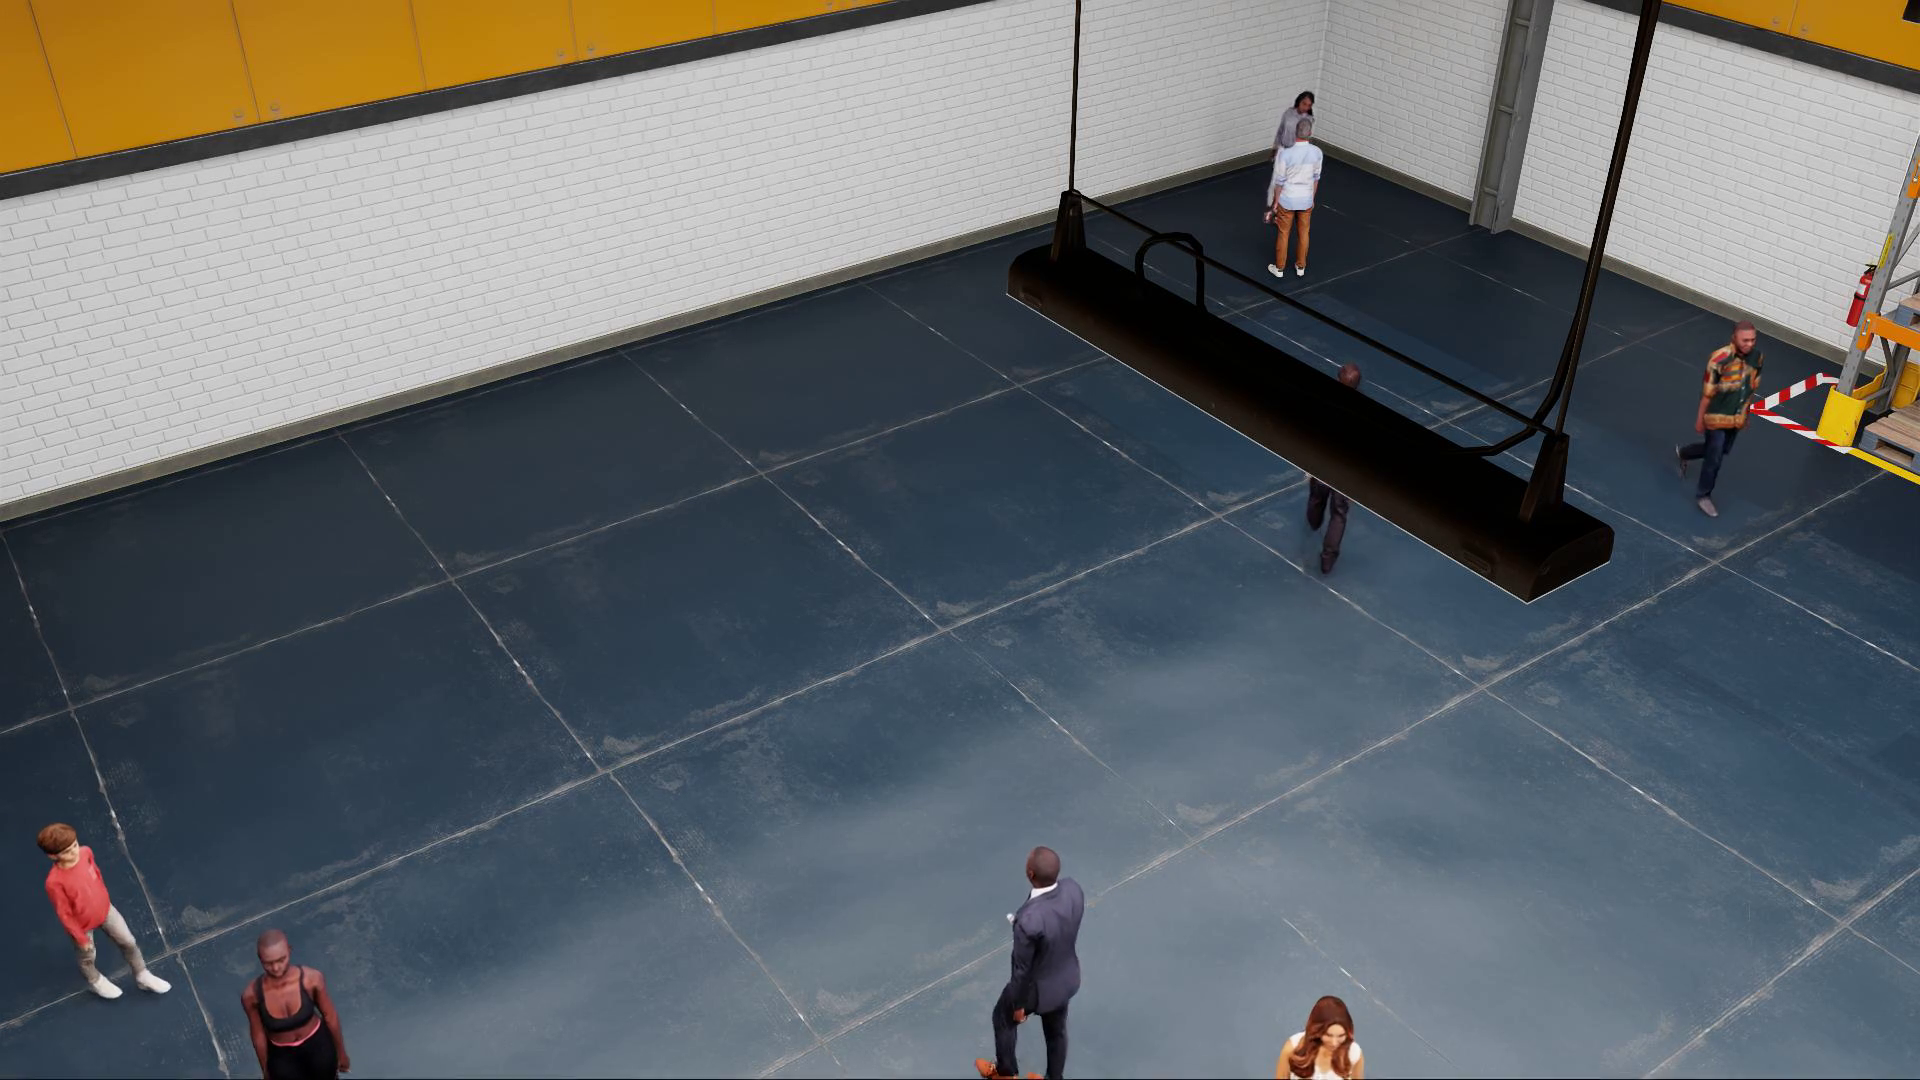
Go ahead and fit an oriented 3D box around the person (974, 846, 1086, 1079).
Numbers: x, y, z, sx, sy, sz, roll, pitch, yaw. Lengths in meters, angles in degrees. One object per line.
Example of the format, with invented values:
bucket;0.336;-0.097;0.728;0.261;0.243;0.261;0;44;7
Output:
person;0.524;2.493;9.216;0.755;1.801;0.804;-28;43;-36

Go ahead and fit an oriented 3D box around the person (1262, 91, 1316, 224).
person;3.974;-4.588;19.973;0.843;1.686;0.711;-24;41;-32

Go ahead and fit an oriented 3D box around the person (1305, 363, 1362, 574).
person;3.129;-0.556;13.816;1.188;1.786;1.252;5;34;8

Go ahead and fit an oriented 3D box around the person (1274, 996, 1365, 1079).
person;1.791;2.916;8.607;0.753;1.771;0.799;1;34;2

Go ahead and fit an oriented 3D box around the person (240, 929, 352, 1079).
person;-3.544;2.698;8.950;0.675;1.753;0.777;-14;36;-19

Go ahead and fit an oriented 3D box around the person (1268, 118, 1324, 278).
person;3.788;-3.851;18.736;0.764;1.828;0.743;-5;34;-7

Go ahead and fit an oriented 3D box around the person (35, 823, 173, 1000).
person;-5.289;2.228;9.976;0.844;1.400;0.740;14;36;20

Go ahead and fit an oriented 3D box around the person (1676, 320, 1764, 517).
person;6.703;-1.145;14.701;0.885;1.787;1.112;-9;35;-13
